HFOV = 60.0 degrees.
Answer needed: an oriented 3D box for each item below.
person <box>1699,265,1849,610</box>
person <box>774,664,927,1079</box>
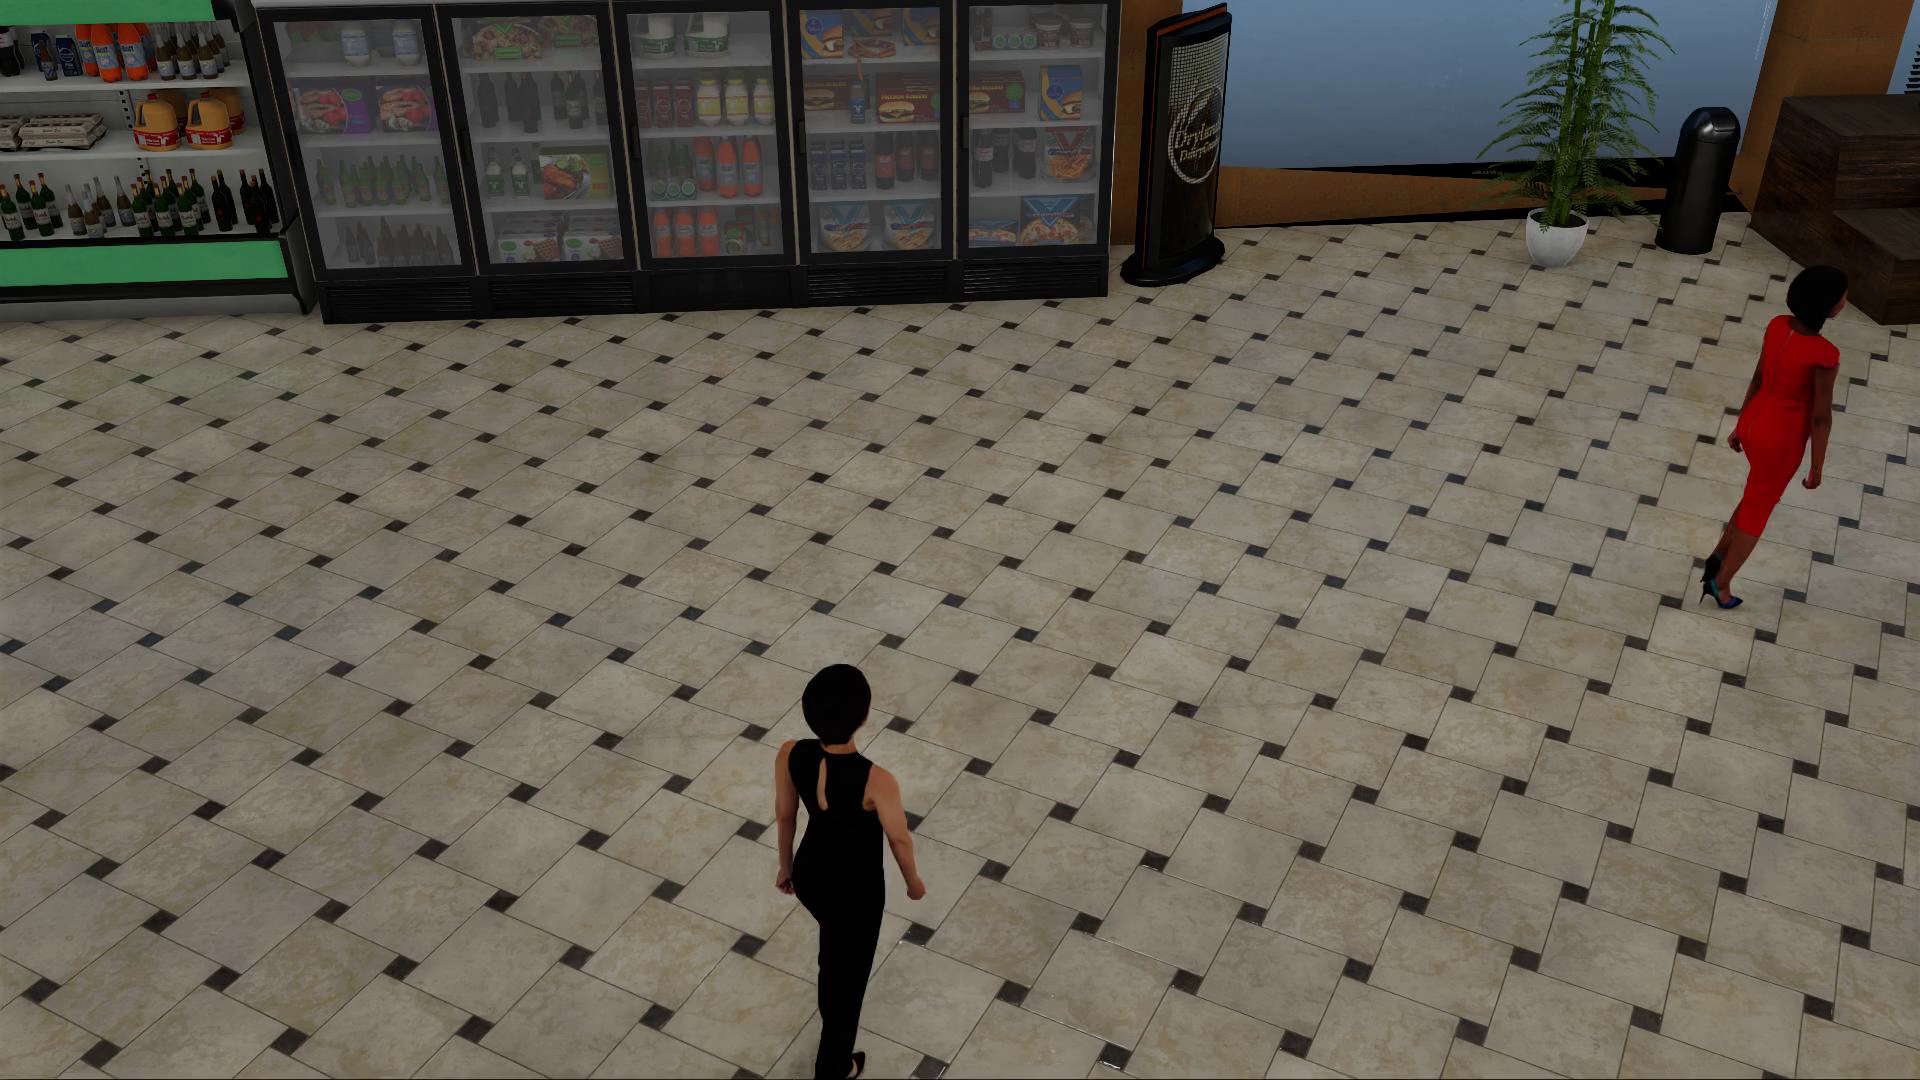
[{"bbox_3d":[3.588,-0.416,7.510,0.644,1.733,0.641,-8,33,-12],"label":"person"},{"bbox_3d":[-0.419,1.122,5.178,0.749,1.585,0.809,19,36,27],"label":"person"}]
